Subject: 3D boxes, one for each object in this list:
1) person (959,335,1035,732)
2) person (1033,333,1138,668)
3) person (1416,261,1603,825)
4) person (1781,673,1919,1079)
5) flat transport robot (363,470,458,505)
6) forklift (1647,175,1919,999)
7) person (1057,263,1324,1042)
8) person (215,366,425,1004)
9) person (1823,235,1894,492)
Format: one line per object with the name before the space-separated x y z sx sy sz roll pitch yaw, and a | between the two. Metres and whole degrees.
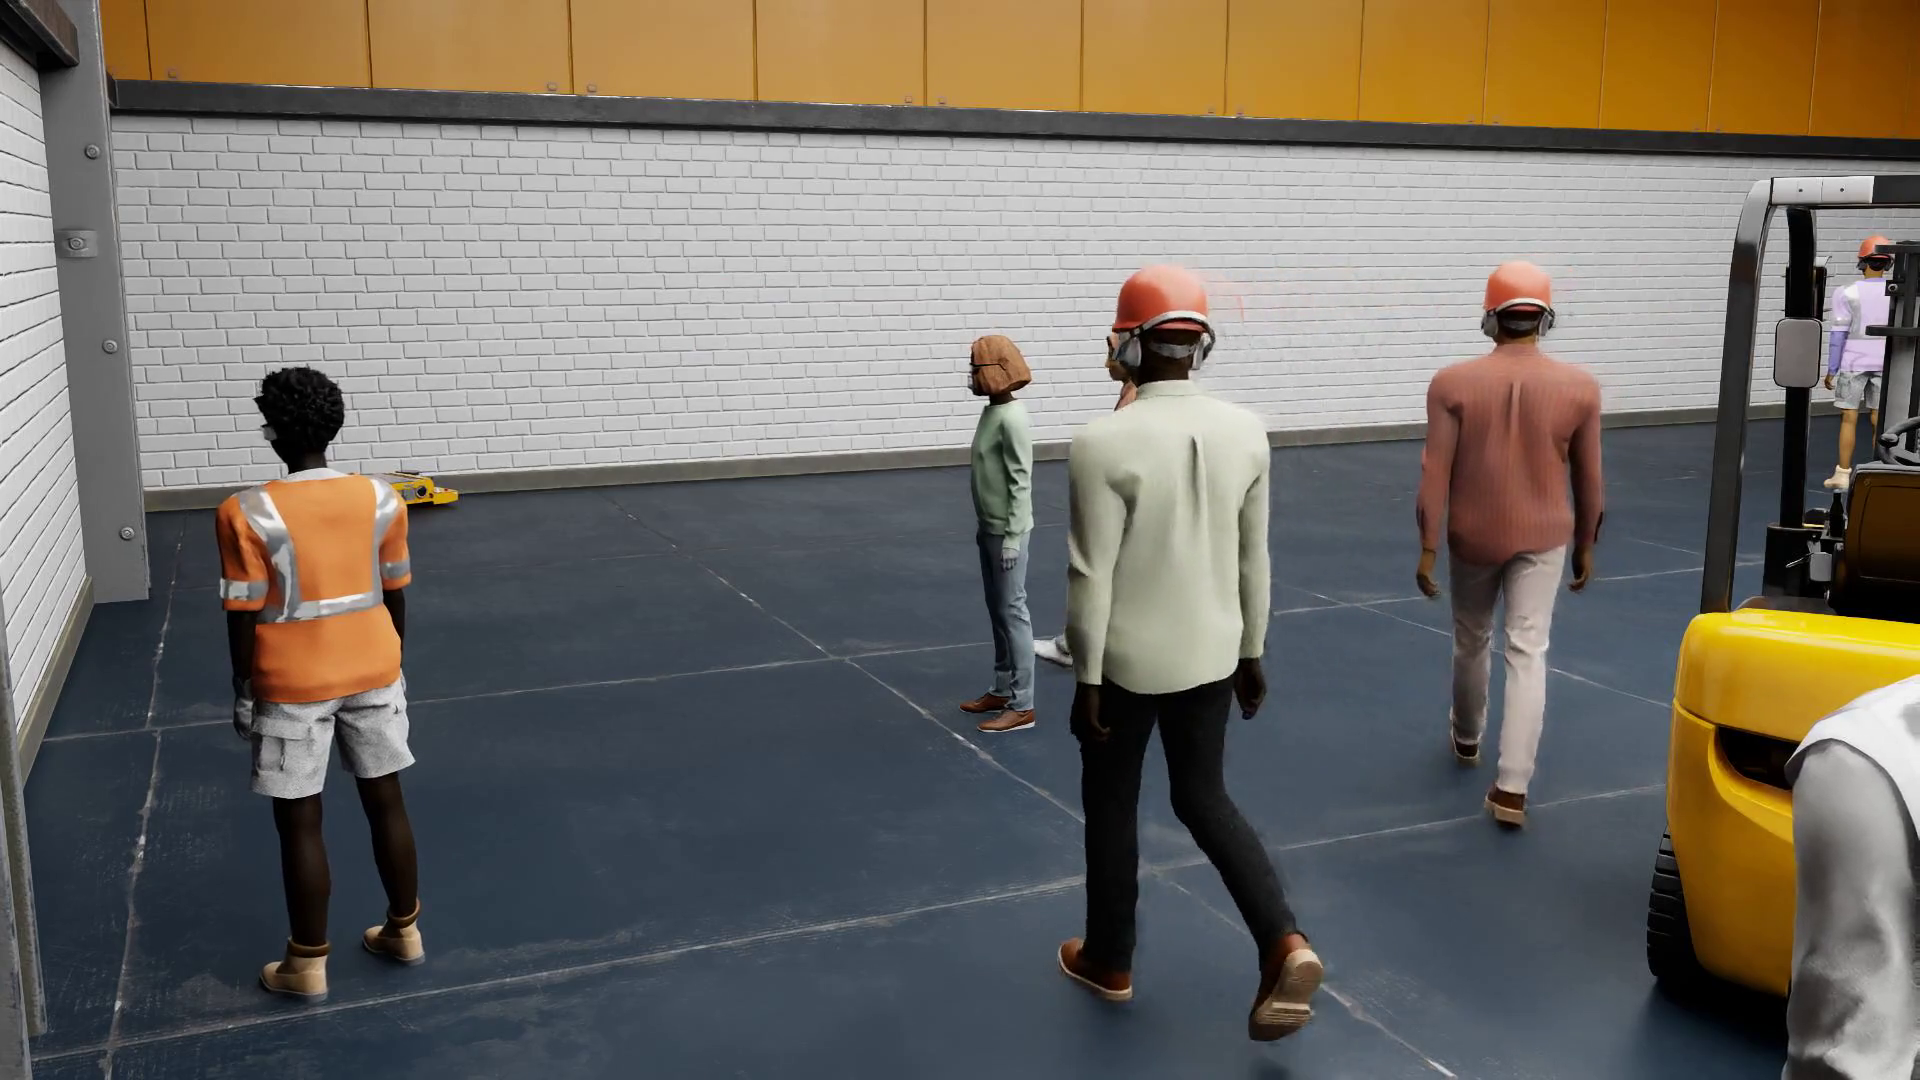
person | 0.161 -0.027 6.870 0.266 1.631 0.507 -2 11 -12
person | 0.740 -0.170 7.738 0.861 1.589 0.542 1 10 3
person | 1.973 -0.021 5.991 0.642 1.939 1.055 2 11 13
person | 1.091 0.774 1.762 0.574 1.887 0.356 -5 11 -26
flat transport robot | -4.528 -0.333 12.317 0.652 0.197 1.431 9 13 40
forklift | 2.810 0.094 4.662 1.214 2.155 2.313 7 12 34
person | 0.564 0.296 4.189 0.616 1.968 0.811 -6 12 -29
person | -1.705 0.382 4.476 0.321 1.690 0.529 9 13 40
person | 7.226 -1.394 13.279 0.608 2.044 0.370 1 10 7
